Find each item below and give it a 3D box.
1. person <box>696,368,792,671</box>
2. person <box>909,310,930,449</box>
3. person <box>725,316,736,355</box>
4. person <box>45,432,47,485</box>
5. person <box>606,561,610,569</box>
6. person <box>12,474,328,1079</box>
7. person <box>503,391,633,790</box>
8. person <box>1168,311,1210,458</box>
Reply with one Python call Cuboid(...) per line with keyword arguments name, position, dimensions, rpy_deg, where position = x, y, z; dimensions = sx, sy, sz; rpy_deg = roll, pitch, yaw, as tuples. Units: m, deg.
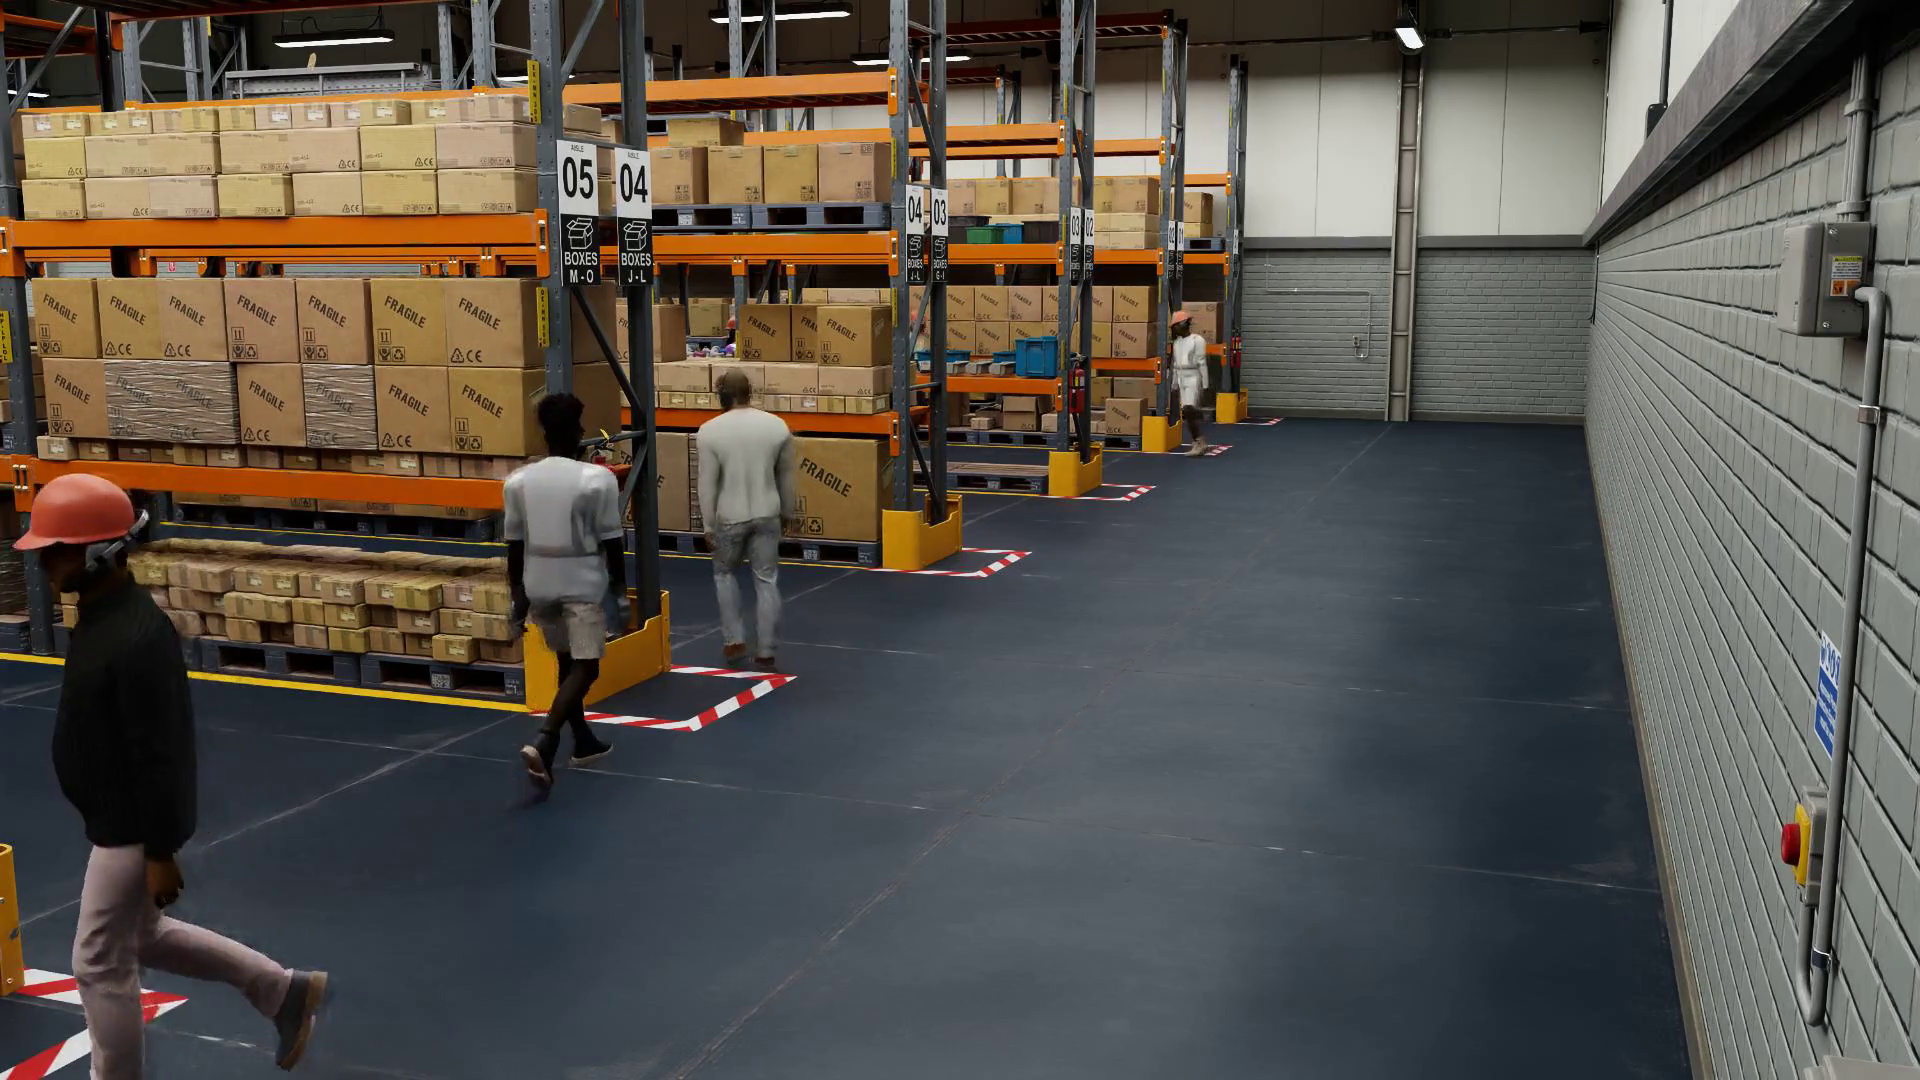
Cuboid(name="person", position=(-1.365, -0.131, 10.568), dimensions=(0.684, 1.911, 0.666), rpy_deg=(-4, 10, -23))
Cuboid(name="person", position=(-0.571, -2.272, 23.673), dimensions=(0.518, 1.980, 0.644), rpy_deg=(2, 9, 14))
Cuboid(name="person", position=(-2.962, -2.002, 22.140), dimensions=(0.361, 1.938, 0.545), rpy_deg=(5, 10, 28))
Cuboid(name="person", position=(-7.202, -0.503, 13.036), dimensions=(0.478, 1.858, 0.515), rpy_deg=(4, 10, 22))
Cuboid(name="person", position=(-3.161, -0.725, 13.847), dimensions=(0.536, 2.000, 0.688), rpy_deg=(2, 9, 13))
Cuboid(name="person", position=(-2.277, 0.770, 4.753), dimensions=(0.777, 1.966, 0.628), rpy_deg=(-6, 11, -32))
Cuboid(name="person", position=(-1.957, 0.238, 8.174), dimensions=(0.611, 1.943, 0.887), rpy_deg=(3, 10, 18))
Cuboid(name="person", position=(3.097, -2.114, 22.642), dimensions=(0.490, 1.992, 0.694), rpy_deg=(-5, 11, -30))
